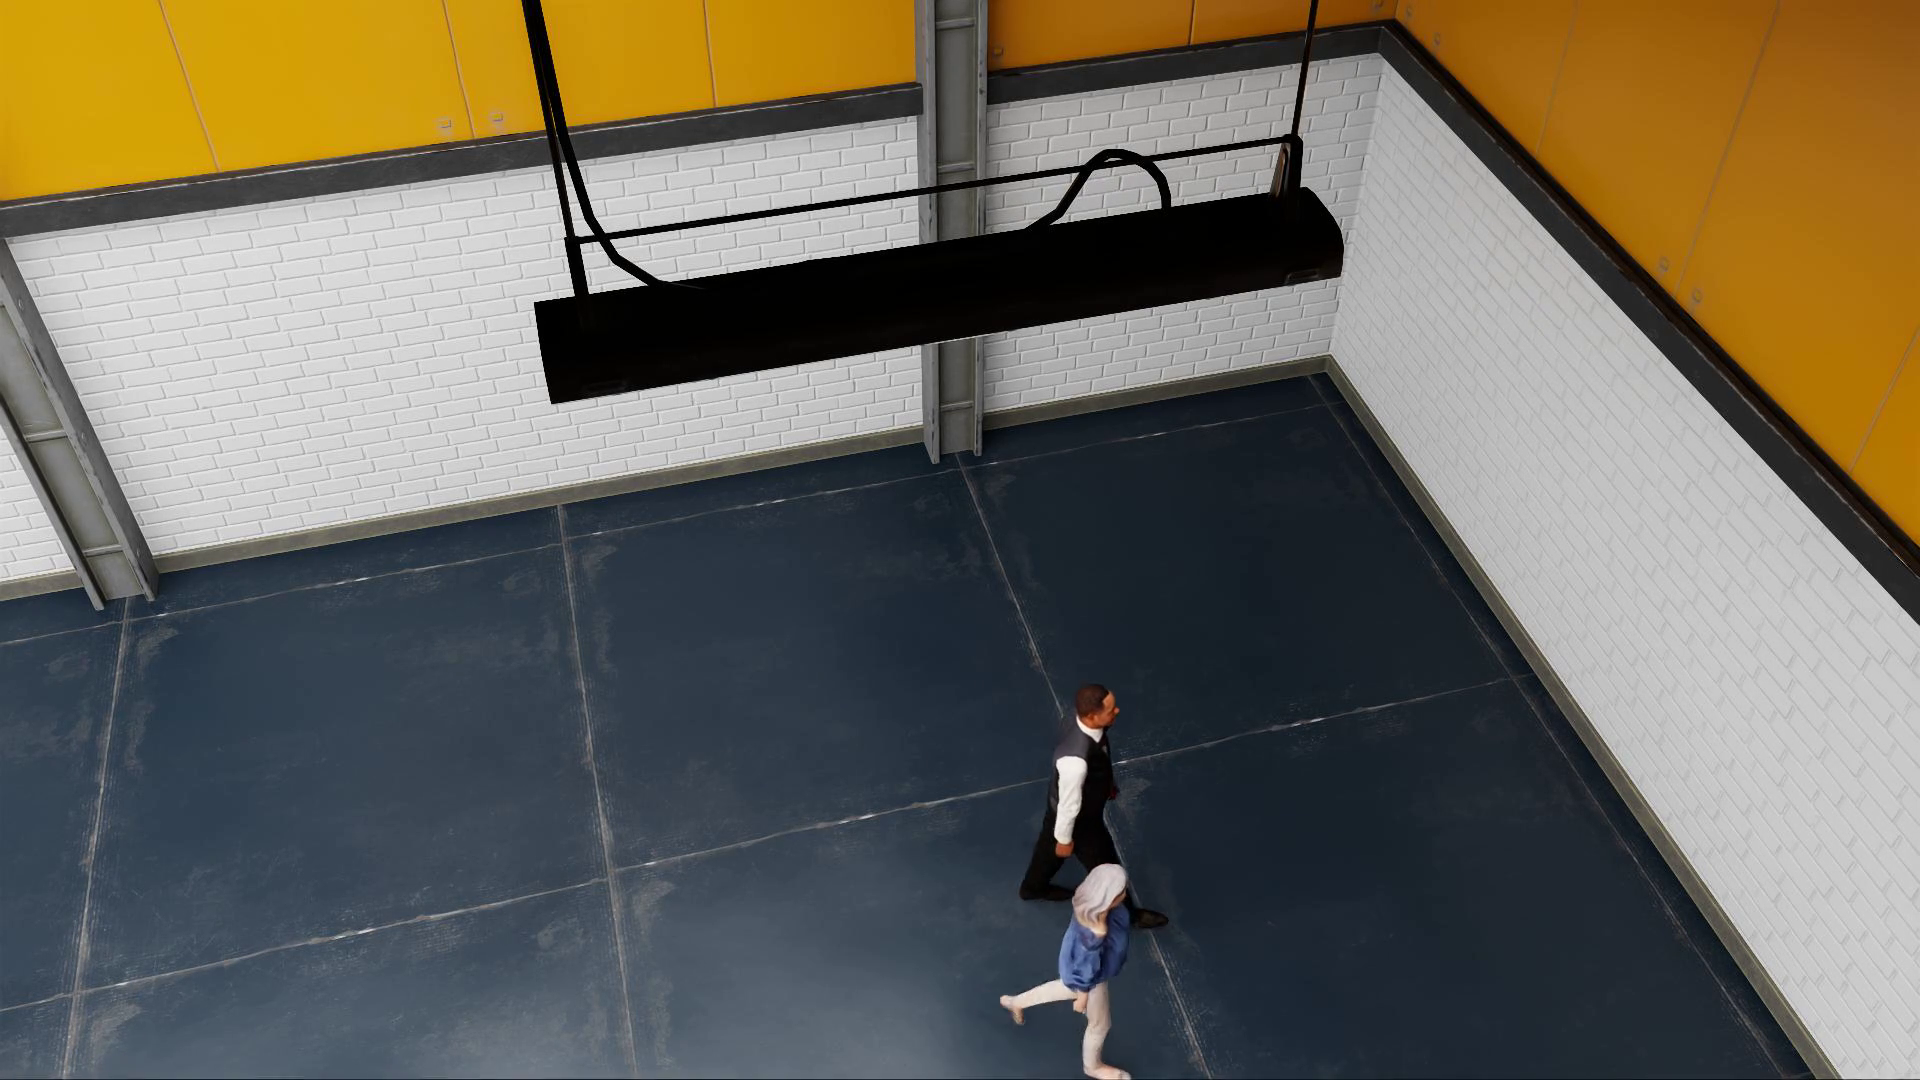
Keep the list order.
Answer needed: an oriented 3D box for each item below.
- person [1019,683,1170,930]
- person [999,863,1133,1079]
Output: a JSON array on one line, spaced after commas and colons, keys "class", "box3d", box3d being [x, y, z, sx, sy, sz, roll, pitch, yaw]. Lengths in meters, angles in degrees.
[{"class": "person", "box3d": [0.565, 1.456, 9.168, 1.222, 1.883, 0.987, 6, 44, 6]}, {"class": "person", "box3d": [0.579, 2.184, 8.551, 1.075, 1.681, 0.868, 8, 44, 9]}]
